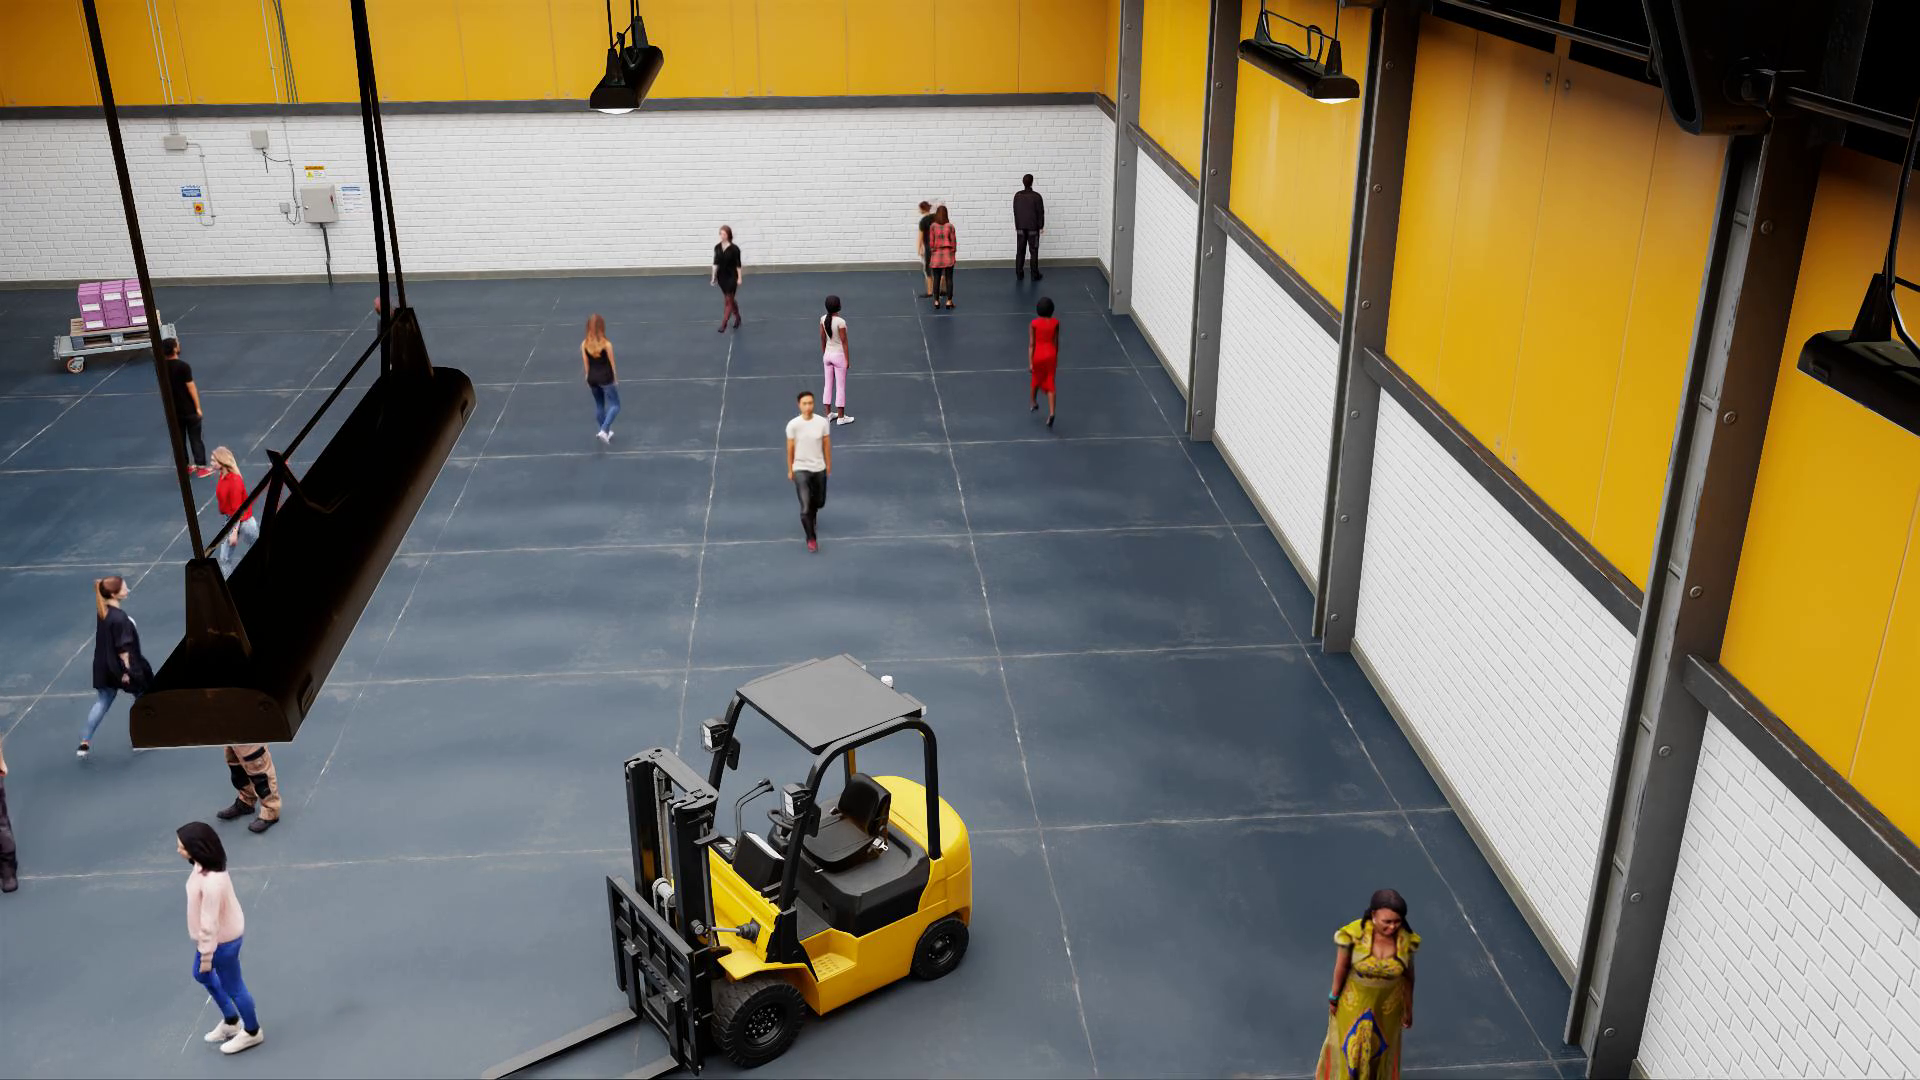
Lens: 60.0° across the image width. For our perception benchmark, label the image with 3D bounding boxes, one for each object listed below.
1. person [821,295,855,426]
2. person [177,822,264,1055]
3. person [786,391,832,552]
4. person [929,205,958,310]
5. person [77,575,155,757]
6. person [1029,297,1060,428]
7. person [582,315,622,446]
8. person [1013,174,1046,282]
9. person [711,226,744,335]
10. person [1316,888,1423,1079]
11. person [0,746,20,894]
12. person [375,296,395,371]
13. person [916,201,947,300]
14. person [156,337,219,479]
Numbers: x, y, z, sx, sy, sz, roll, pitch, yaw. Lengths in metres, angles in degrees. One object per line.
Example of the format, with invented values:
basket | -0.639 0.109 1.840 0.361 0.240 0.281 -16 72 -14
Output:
person | -1.658 -2.405 22.077 0.657 1.741 0.709 17 29 34
person | -4.685 2.546 10.729 0.819 1.758 0.677 -10 26 -22
person | -1.674 -0.806 18.365 0.779 1.783 1.062 -7 25 -15
person | -0.279 -4.631 27.215 0.679 1.703 0.661 6 24 13
person | -7.236 1.097 14.168 1.017 1.658 1.091 15 28 30
person | 1.139 -2.306 21.904 0.699 1.696 1.143 -6 24 -13
person | -4.593 -2.008 21.207 0.763 1.709 0.932 6 24 14
person | 1.182 -5.432 28.879 0.795 1.839 0.754 9 25 19
person | -3.587 -4.081 26.007 0.931 1.664 1.144 10 26 22
person | 2.512 2.807 10.270 0.719 1.648 0.824 -1 24 -3
person | -7.463 1.726 12.542 1.021 1.808 1.267 -13 27 -28
person | -7.433 -2.344 21.857 0.761 1.804 0.573 2 24 4
person | -0.419 -4.872 27.847 0.809 1.639 0.728 -6 24 -14
person | -9.470 -1.617 20.252 0.694 1.758 0.666 5 24 11
